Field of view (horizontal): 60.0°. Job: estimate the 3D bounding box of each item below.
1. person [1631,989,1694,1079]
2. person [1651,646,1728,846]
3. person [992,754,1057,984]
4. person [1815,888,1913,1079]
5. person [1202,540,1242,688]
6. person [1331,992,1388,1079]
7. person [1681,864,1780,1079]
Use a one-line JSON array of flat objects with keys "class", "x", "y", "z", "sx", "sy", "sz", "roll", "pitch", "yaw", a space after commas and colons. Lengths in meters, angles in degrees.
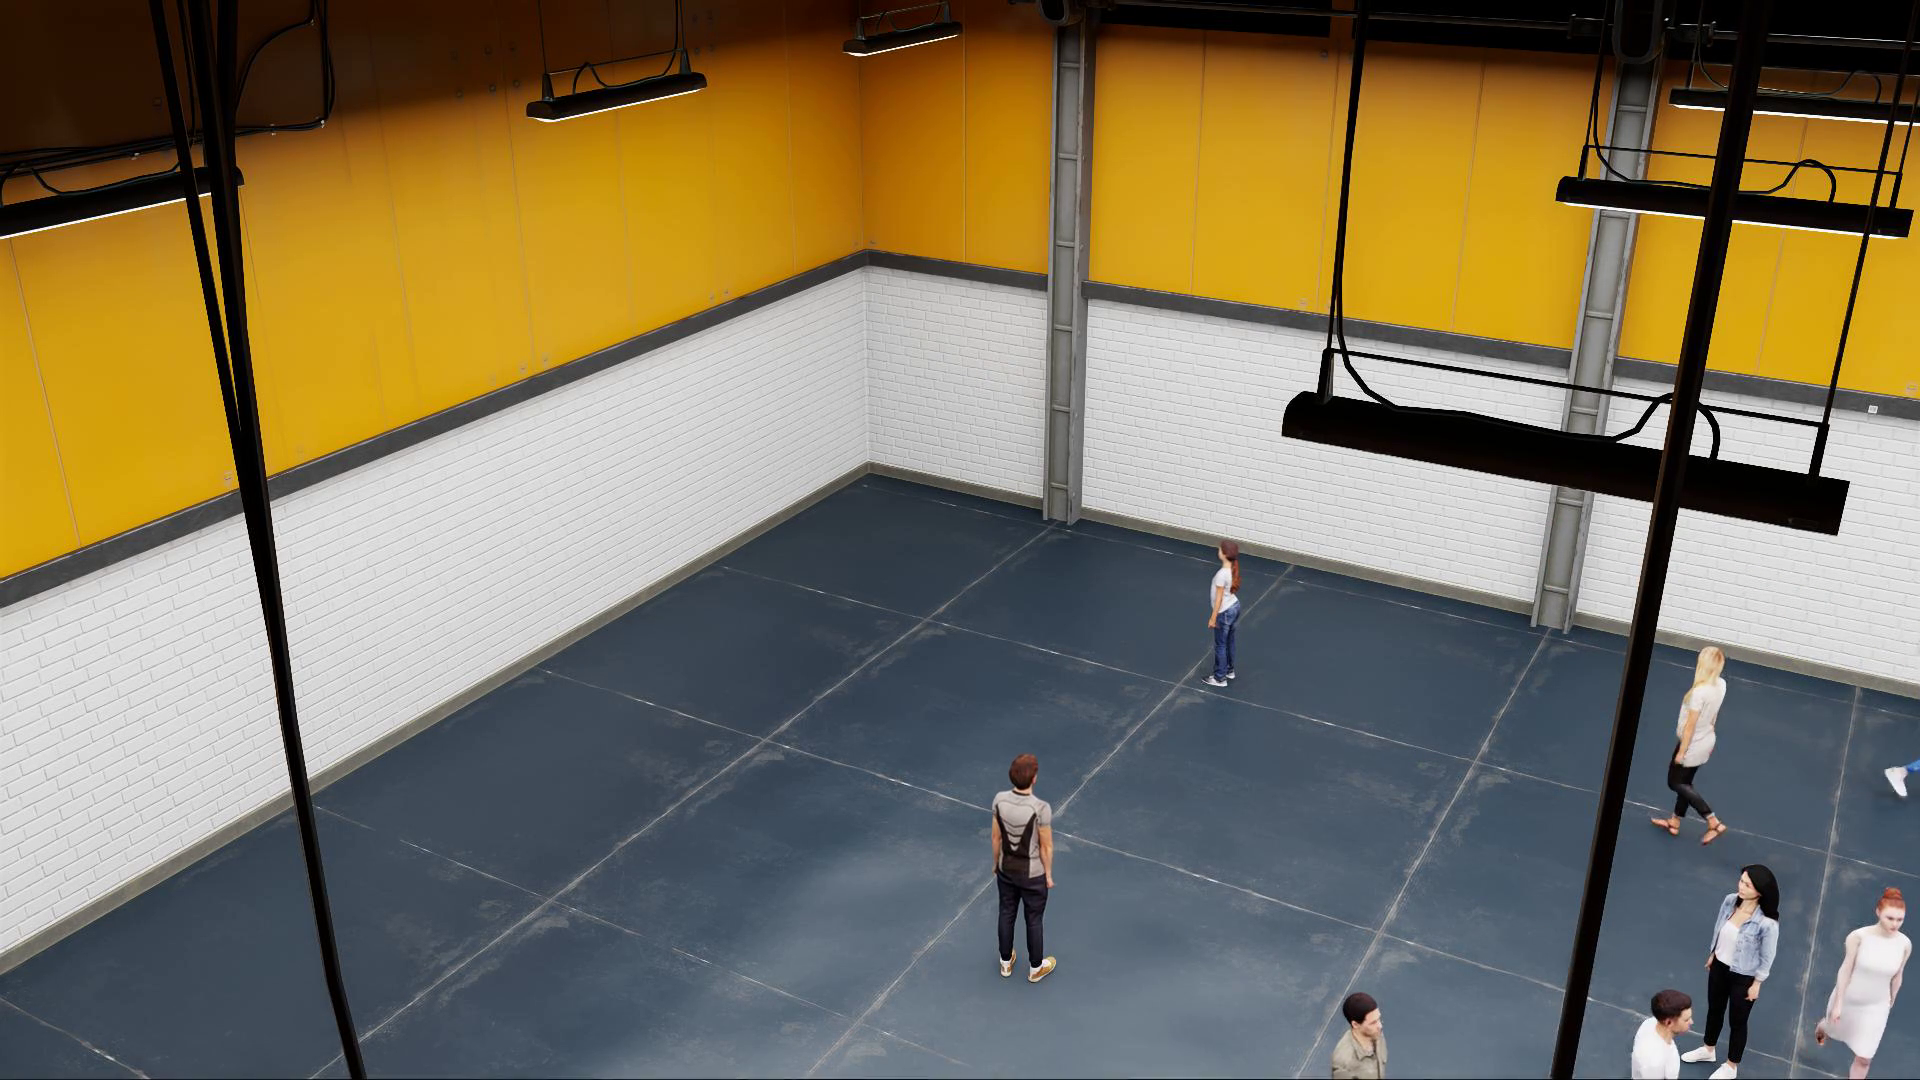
[{"class": "person", "x": 4.042, "y": 3.471, "z": 10.091, "sx": 0.819, "sy": 1.834, "sz": 0.676, "roll": 14, "pitch": 27, "yaw": 28}, {"class": "person", "x": 6.275, "y": 1.769, "z": 14.005, "sx": 0.784, "sy": 1.817, "sz": 0.969, "roll": -19, "pitch": 30, "yaw": -37}, {"class": "person", "x": 0.465, "y": 2.435, "z": 12.382, "sx": 0.517, "sy": 1.896, "sz": 0.710, "roll": 11, "pitch": 26, "yaw": 23}, {"class": "person", "x": 5.991, "y": 3.054, "z": 11.131, "sx": 1.053, "sy": 1.765, "sz": 0.801, "roll": 6, "pitch": 24, "yaw": 14}, {"class": "person", "x": 2.671, "y": 0.713, "z": 16.739, "sx": 0.546, "sy": 1.562, "sz": 0.556, "roll": 17, "pitch": 29, "yaw": 33}, {"class": "person", "x": 2.338, "y": 3.500, "z": 9.985, "sx": 0.606, "sy": 1.866, "sz": 0.714, "roll": 16, "pitch": 28, "yaw": 32}, {"class": "person", "x": 5.324, "y": 2.962, "z": 11.409, "sx": 0.755, "sy": 1.711, "sz": 0.674, "roll": -9, "pitch": 25, "yaw": -20}]
